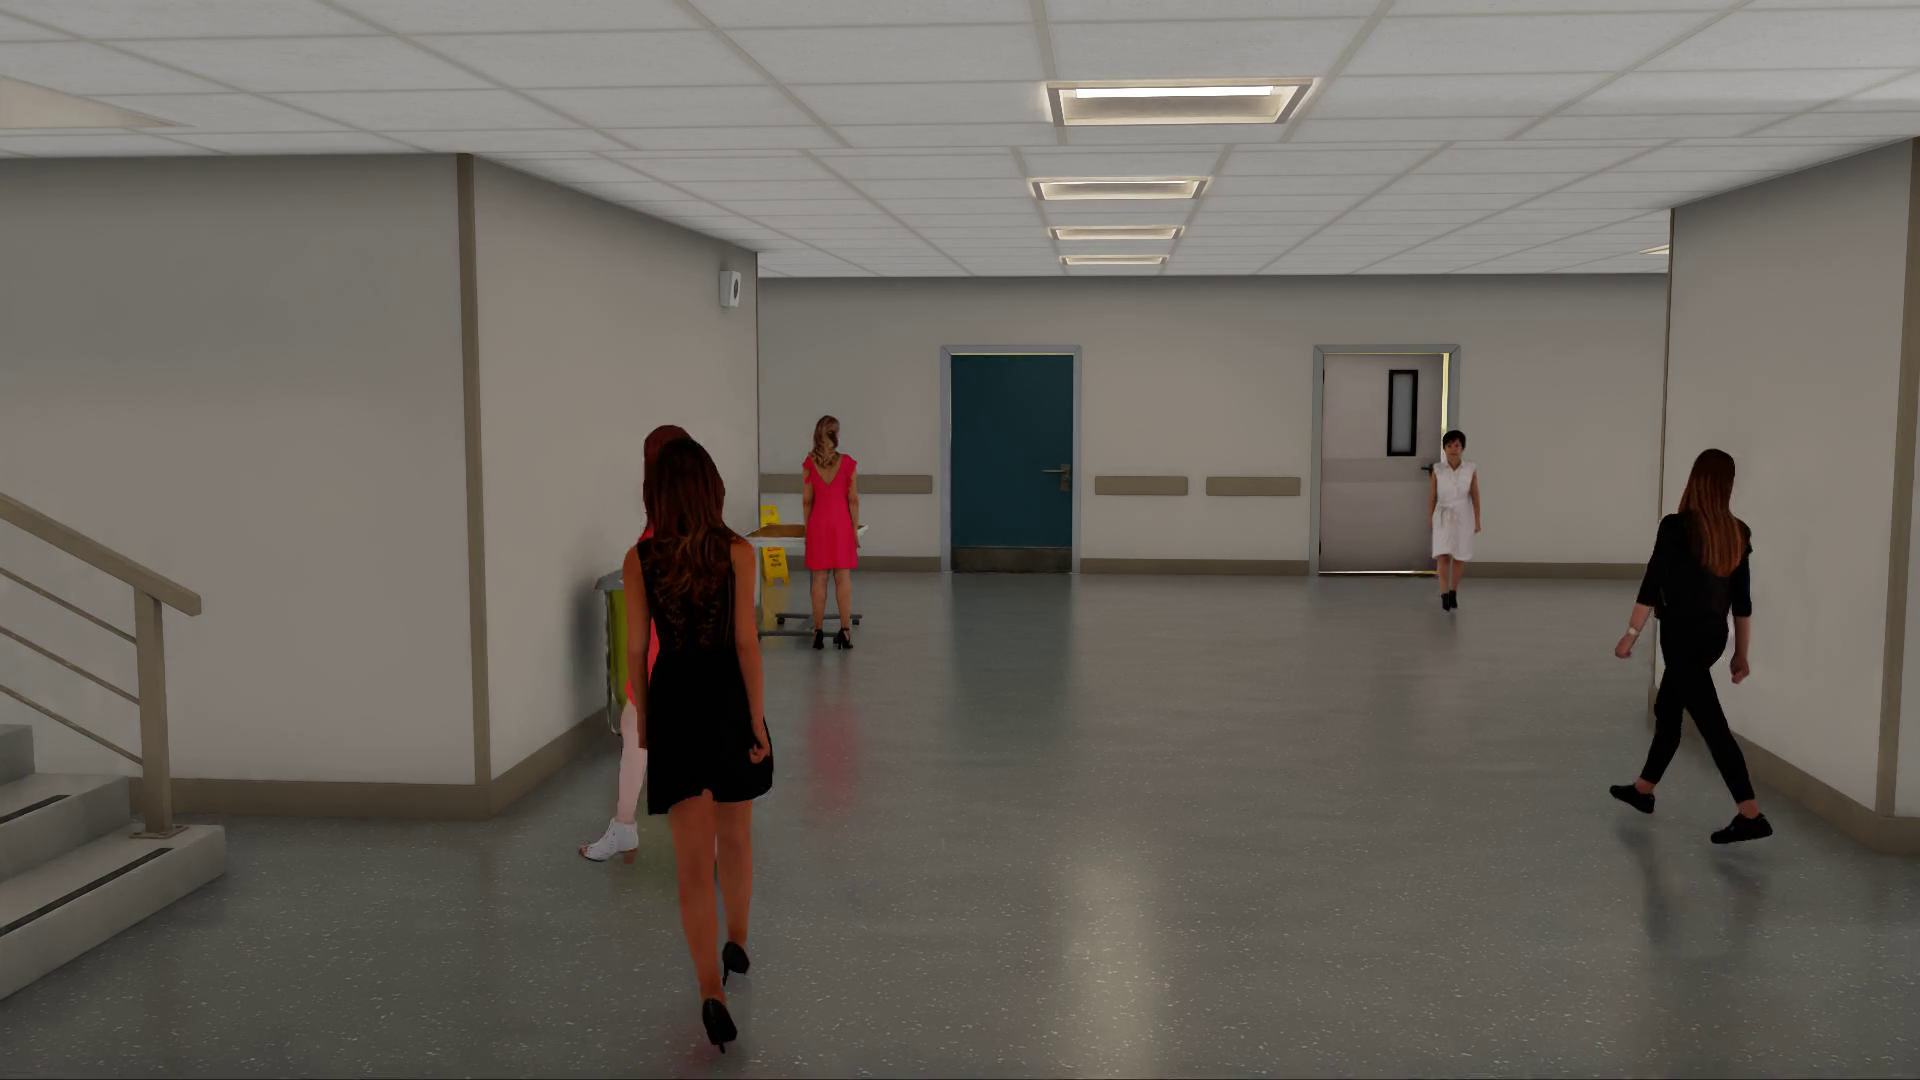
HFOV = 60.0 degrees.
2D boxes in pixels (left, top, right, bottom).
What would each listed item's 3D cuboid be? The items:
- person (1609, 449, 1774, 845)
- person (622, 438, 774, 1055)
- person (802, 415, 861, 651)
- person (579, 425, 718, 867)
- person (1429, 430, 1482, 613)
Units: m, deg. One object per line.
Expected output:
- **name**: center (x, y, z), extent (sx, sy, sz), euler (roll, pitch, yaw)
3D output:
- **person**: center (3.232, 0.482, 7.155), extent (1.204, 1.663, 1.061), euler (-2, 6, -22)
- **person**: center (-0.794, 0.633, 4.951), extent (0.921, 1.804, 0.752), euler (0, 6, -2)
- **person**: center (-0.961, -0.063, 12.258), extent (0.461, 1.727, 0.621), euler (1, 6, 5)
- **person**: center (-1.033, 0.462, 6.676), extent (0.937, 1.800, 0.705), euler (1, 6, 14)
- **person**: center (4.176, -0.141, 14.080), extent (0.914, 1.518, 0.667), euler (1, 6, 10)
